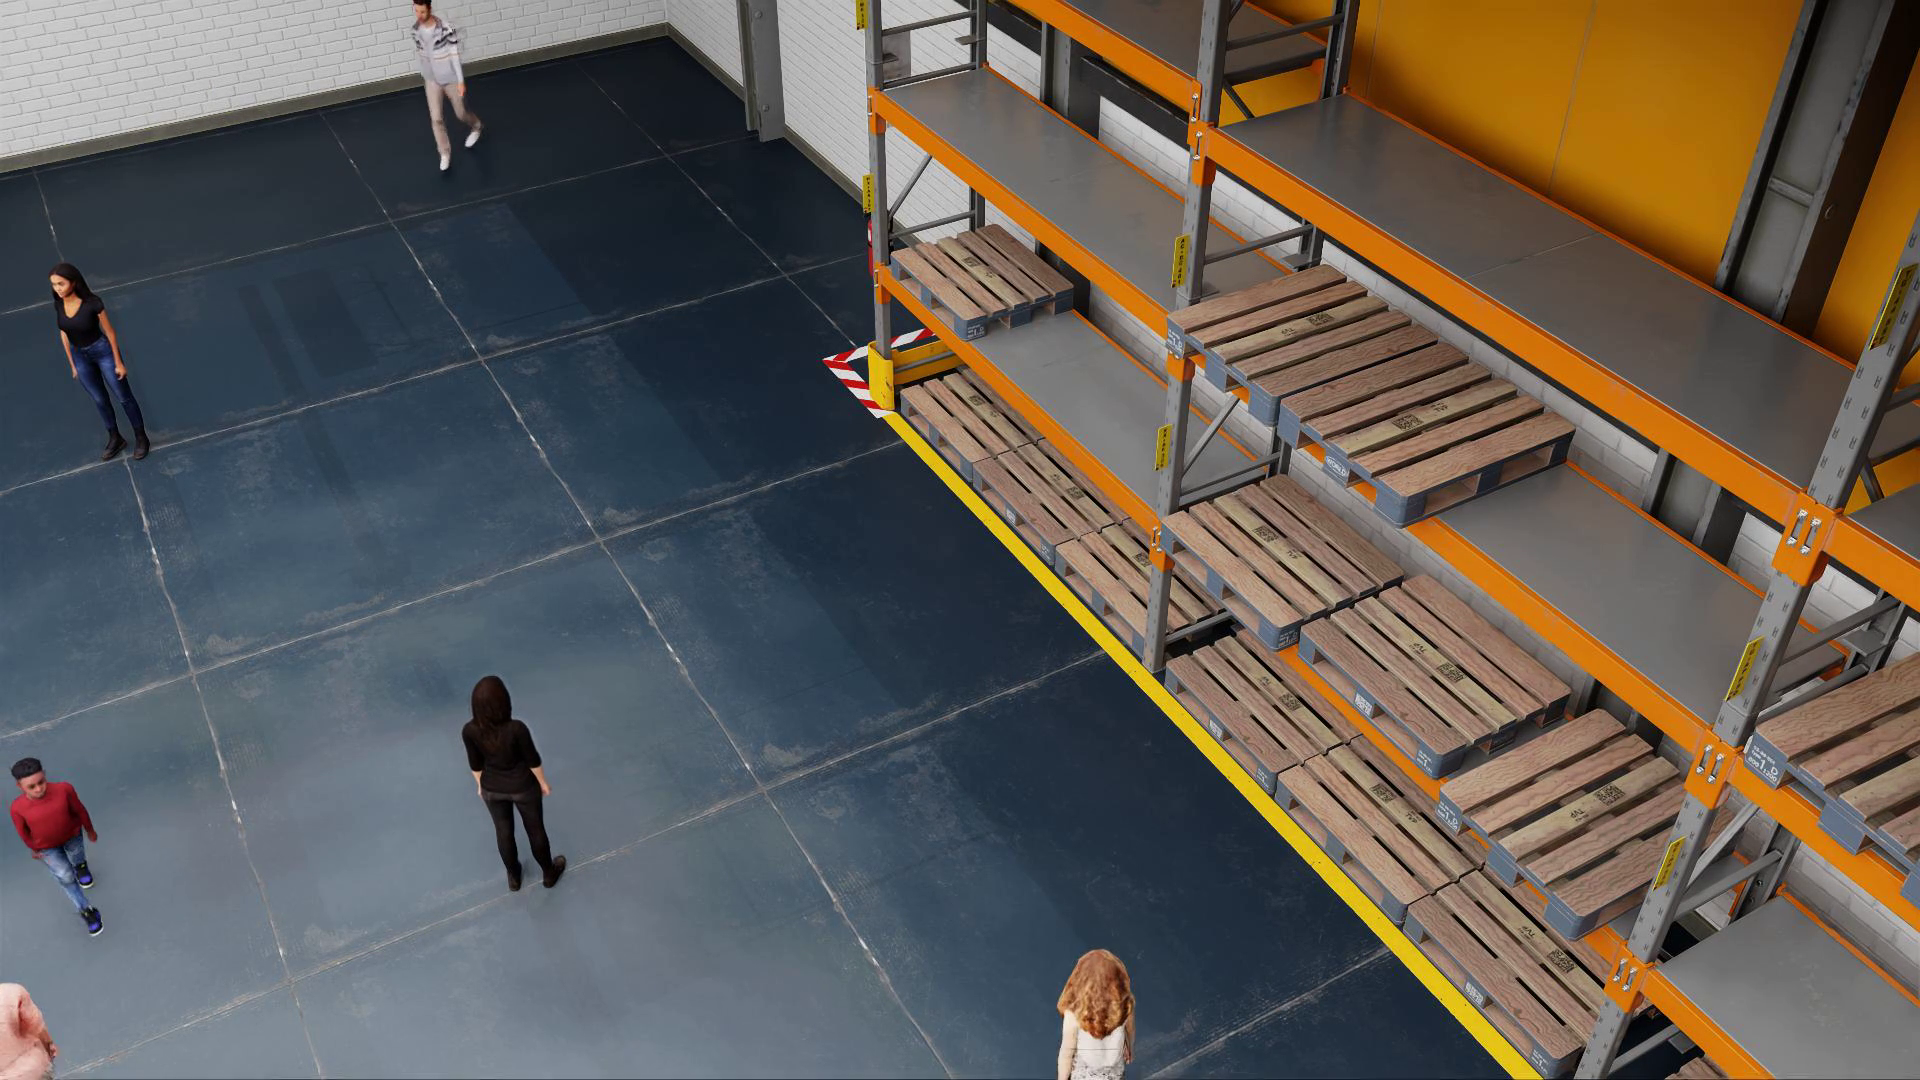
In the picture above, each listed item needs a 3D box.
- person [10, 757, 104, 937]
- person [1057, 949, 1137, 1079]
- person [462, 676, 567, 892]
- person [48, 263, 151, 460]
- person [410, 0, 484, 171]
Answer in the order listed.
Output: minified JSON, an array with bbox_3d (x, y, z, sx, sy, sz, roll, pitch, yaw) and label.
[{"bbox_3d":[-5.308,1.695,9.739,0.619,1.208,0.932,-26,46,-29],"label":"person"},{"bbox_3d":[0.701,2.673,8.096,0.710,1.730,1.126,-13,40,-15],"label":"person"},{"bbox_3d":[-2.629,1.439,9.712,0.643,1.642,0.647,-1,39,-1],"label":"person"},{"bbox_3d":[-6.859,-1.429,13.225,0.654,1.739,0.673,0,39,0],"label":"person"},{"bbox_3d":[-5.398,-4.880,17.477,1.050,1.826,1.174,7,39,9],"label":"person"}]
